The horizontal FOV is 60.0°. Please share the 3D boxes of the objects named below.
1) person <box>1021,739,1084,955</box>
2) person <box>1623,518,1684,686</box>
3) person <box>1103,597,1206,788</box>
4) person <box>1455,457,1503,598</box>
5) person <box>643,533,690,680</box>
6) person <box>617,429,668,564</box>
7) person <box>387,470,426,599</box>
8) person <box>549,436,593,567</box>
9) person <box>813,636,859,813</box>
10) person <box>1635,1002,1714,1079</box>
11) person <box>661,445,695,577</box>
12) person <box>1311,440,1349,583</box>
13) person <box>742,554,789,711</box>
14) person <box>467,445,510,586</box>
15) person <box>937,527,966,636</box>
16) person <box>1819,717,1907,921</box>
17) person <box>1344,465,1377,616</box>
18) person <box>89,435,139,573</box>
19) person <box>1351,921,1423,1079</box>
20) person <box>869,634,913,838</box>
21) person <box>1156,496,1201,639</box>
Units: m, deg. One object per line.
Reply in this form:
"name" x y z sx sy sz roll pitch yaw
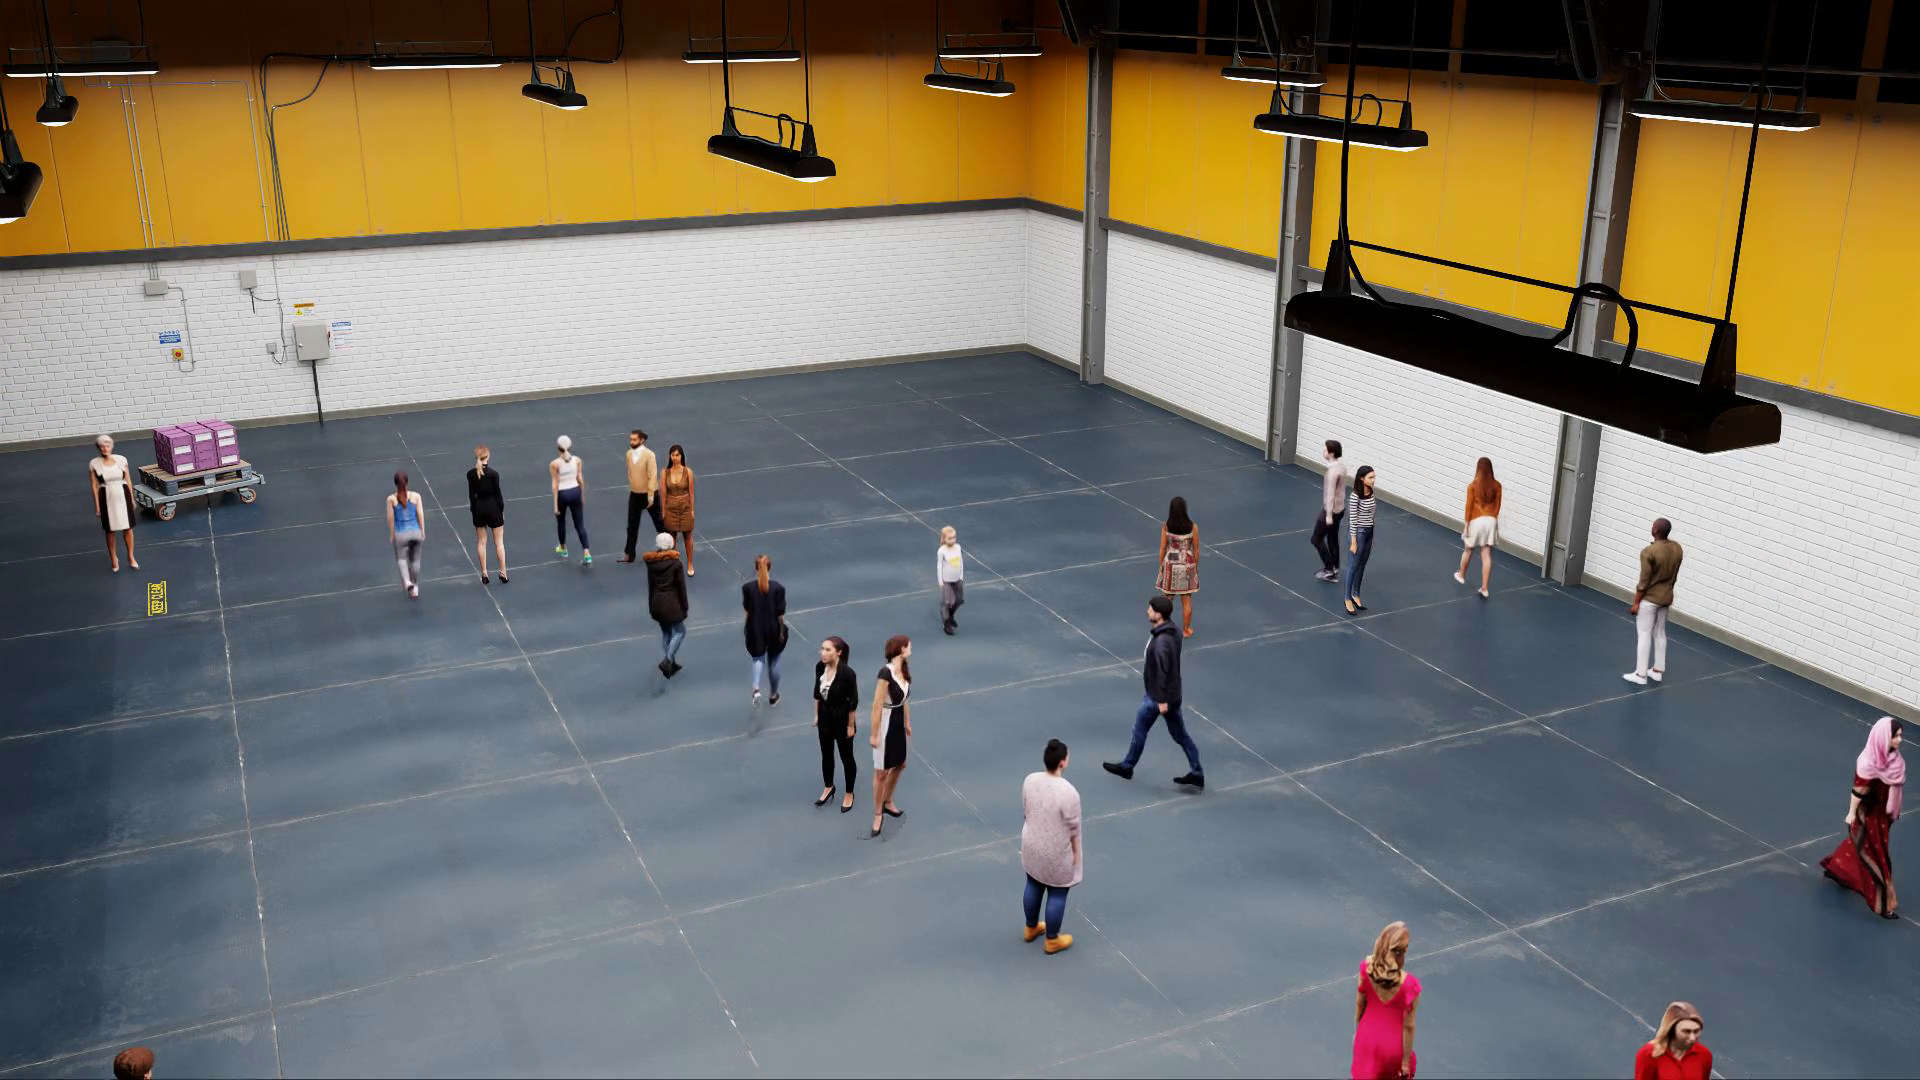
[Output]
"person" 0.676 2.320 12.694 0.705 1.744 0.831 16 25 40
"person" 7.337 0.635 17.570 0.718 1.826 0.534 -8 20 -23
"person" 1.947 1.432 15.176 1.284 1.843 1.173 8 20 23
"person" 6.339 -0.137 20.077 0.895 1.688 1.084 0 19 1
"person" -3.115 0.721 17.628 0.885 1.626 0.954 5 19 16
"person" -3.988 -0.576 21.337 1.171 1.715 1.164 9 21 26
"person" -6.612 -0.035 19.917 0.561 1.597 0.820 -8 20 -22
"person" -4.911 -0.456 21.068 0.757 1.660 1.233 -12 22 -32
"person" -1.101 1.623 14.893 0.640 1.661 0.744 12 22 32
"person" 4.051 3.370 9.666 0.854 1.688 1.051 -1 19 -3
"person" -3.511 -0.367 20.756 0.620 1.690 0.607 -2 19 -5
"person" 4.659 -0.331 20.486 0.785 1.795 0.753 10 21 27
"person" -1.980 0.968 16.823 0.857 1.671 0.990 1 19 4
"person" -5.814 -0.309 20.464 0.650 1.768 0.656 0 19 1
"person" -0.144 0.437 19.028 0.536 1.269 0.575 -12 22 -32
"person" 7.281 2.163 13.369 0.674 1.611 0.995 -9 21 -26
"person" 4.700 -0.013 19.541 0.595 1.797 0.633 17 25 41
"person" -10.660 -0.475 20.980 0.685 1.752 0.600 -13 23 -35
"person" 2.563 3.169 10.259 1.037 1.689 0.957 13 23 34
"person" -0.669 1.709 14.473 0.772 1.767 0.754 15 24 37
"person" 2.473 0.302 18.847 0.726 1.643 0.741 3 19 9
